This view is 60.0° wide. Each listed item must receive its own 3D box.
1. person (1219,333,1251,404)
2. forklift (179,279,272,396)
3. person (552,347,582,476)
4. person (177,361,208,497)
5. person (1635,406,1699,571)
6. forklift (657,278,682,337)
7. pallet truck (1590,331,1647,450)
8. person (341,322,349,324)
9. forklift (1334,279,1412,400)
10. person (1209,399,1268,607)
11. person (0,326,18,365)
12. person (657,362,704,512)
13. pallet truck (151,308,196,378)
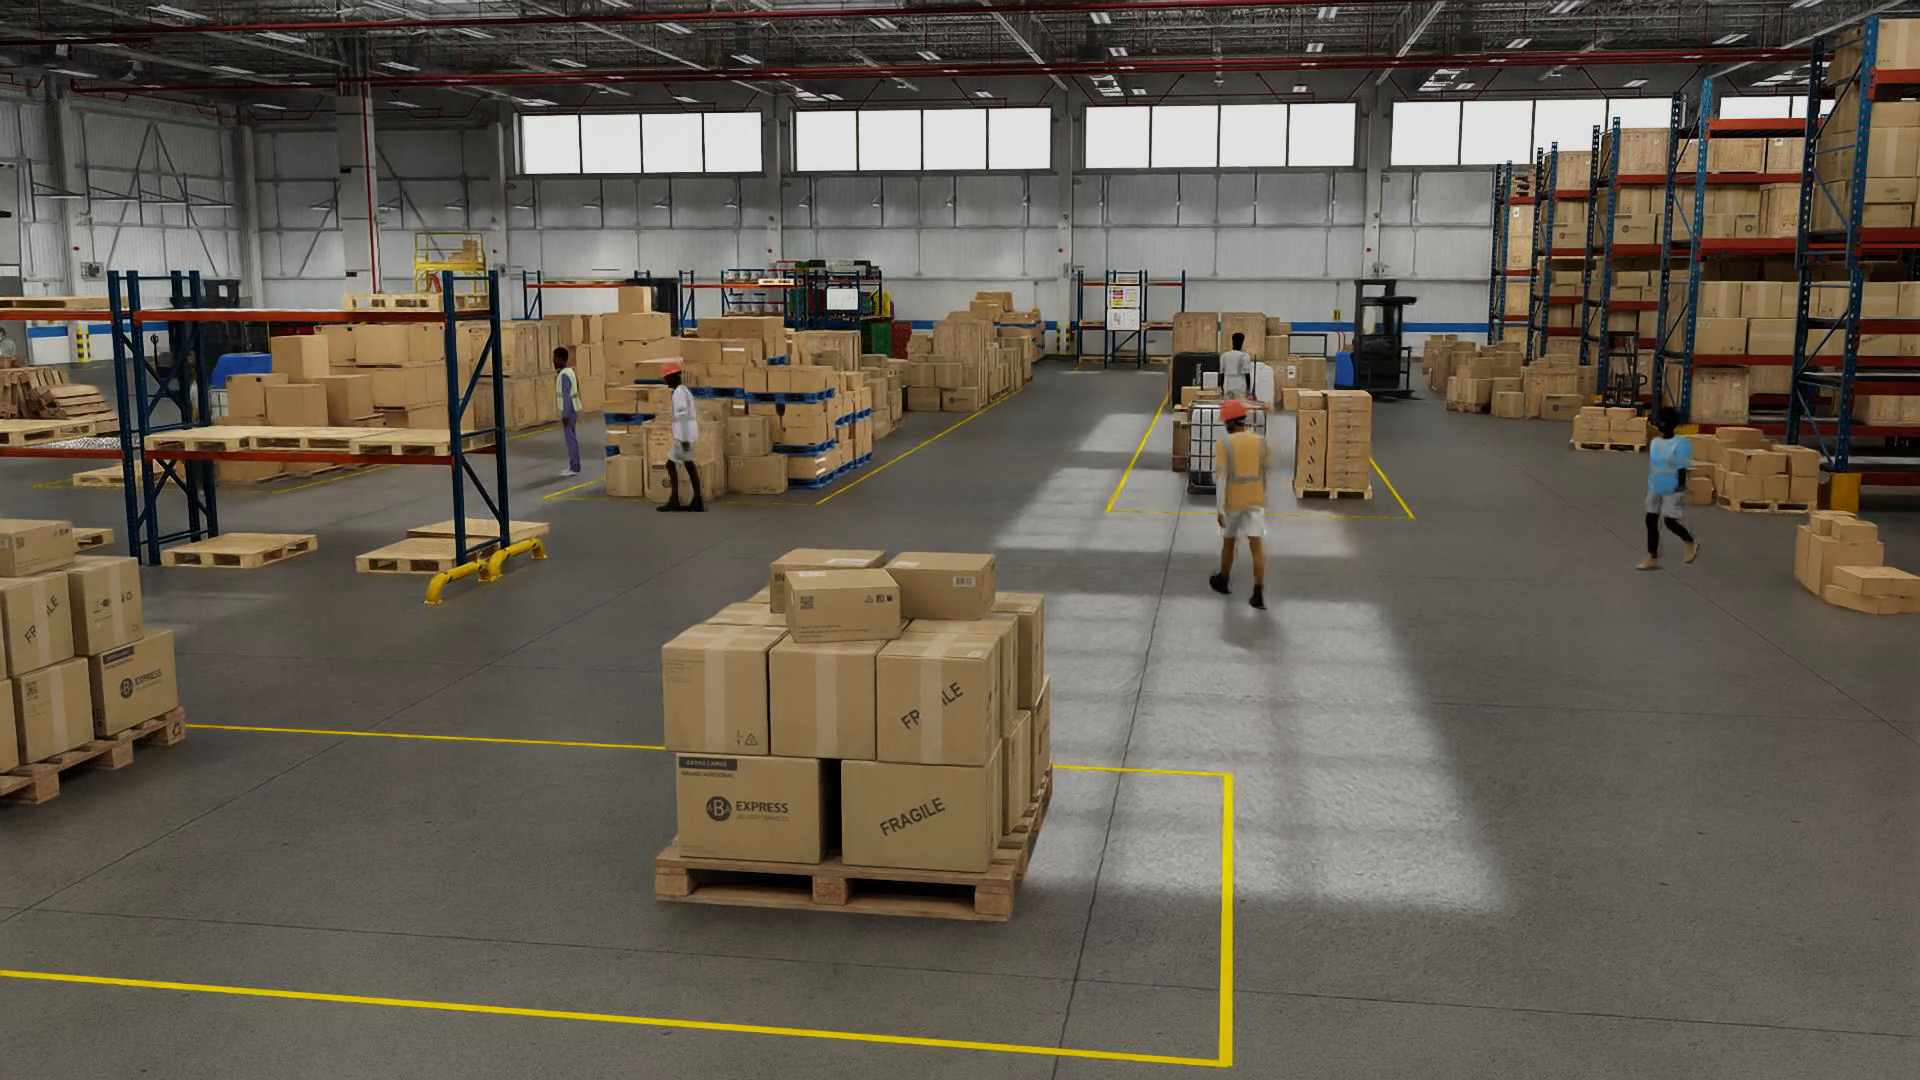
[{"bbox_3d":[4.840,-2.669,29.243,0.626,1.946,0.444,7,12,39],"label":"person"},{"bbox_3d":[-17.026,-4.653,38.612,1.873,2.768,1.129,2,9,11],"label":"forklift"},{"bbox_3d":[-5.803,-1.898,24.622,0.397,1.909,0.590,-2,9,-12],"label":"person"},{"bbox_3d":[-10.298,-1.473,22.210,0.482,1.832,0.539,-5,11,-29],"label":"person"},{"bbox_3d":[7.166,-0.515,16.765,0.559,1.679,0.538,-4,10,-21],"label":"person"},{"bbox_3d":[-7.900,-5.736,45.288,1.873,2.768,1.129,1,9,9],"label":"forklift"},{"bbox_3d":[11.253,-2.573,28.499,0.823,1.965,1.885,5,10,27],"label":"pallet truck"},{"bbox_3d":[-16.144,-4.947,43.585,0.588,1.856,0.860,4,10,25],"label":"person"},{"bbox_3d":[9.736,-4.753,39.226,1.129,2.768,1.873,-2,9,-14],"label":"forklift"},{"bbox_3d":[2.559,-0.351,15.216,0.572,1.866,1.027,-2,9,-10],"label":"person"},{"bbox_3d":[-19.978,-3.524,34.720,1.009,1.885,0.647,8,12,41],"label":"person"},{"bbox_3d":[-3.550,-1.289,20.918,0.732,1.885,0.592,0,9,3],"label":"person"},{"bbox_3d":[-21.869,-5.598,47.154,0.823,1.965,1.885,4,10,26],"label":"pallet truck"}]
